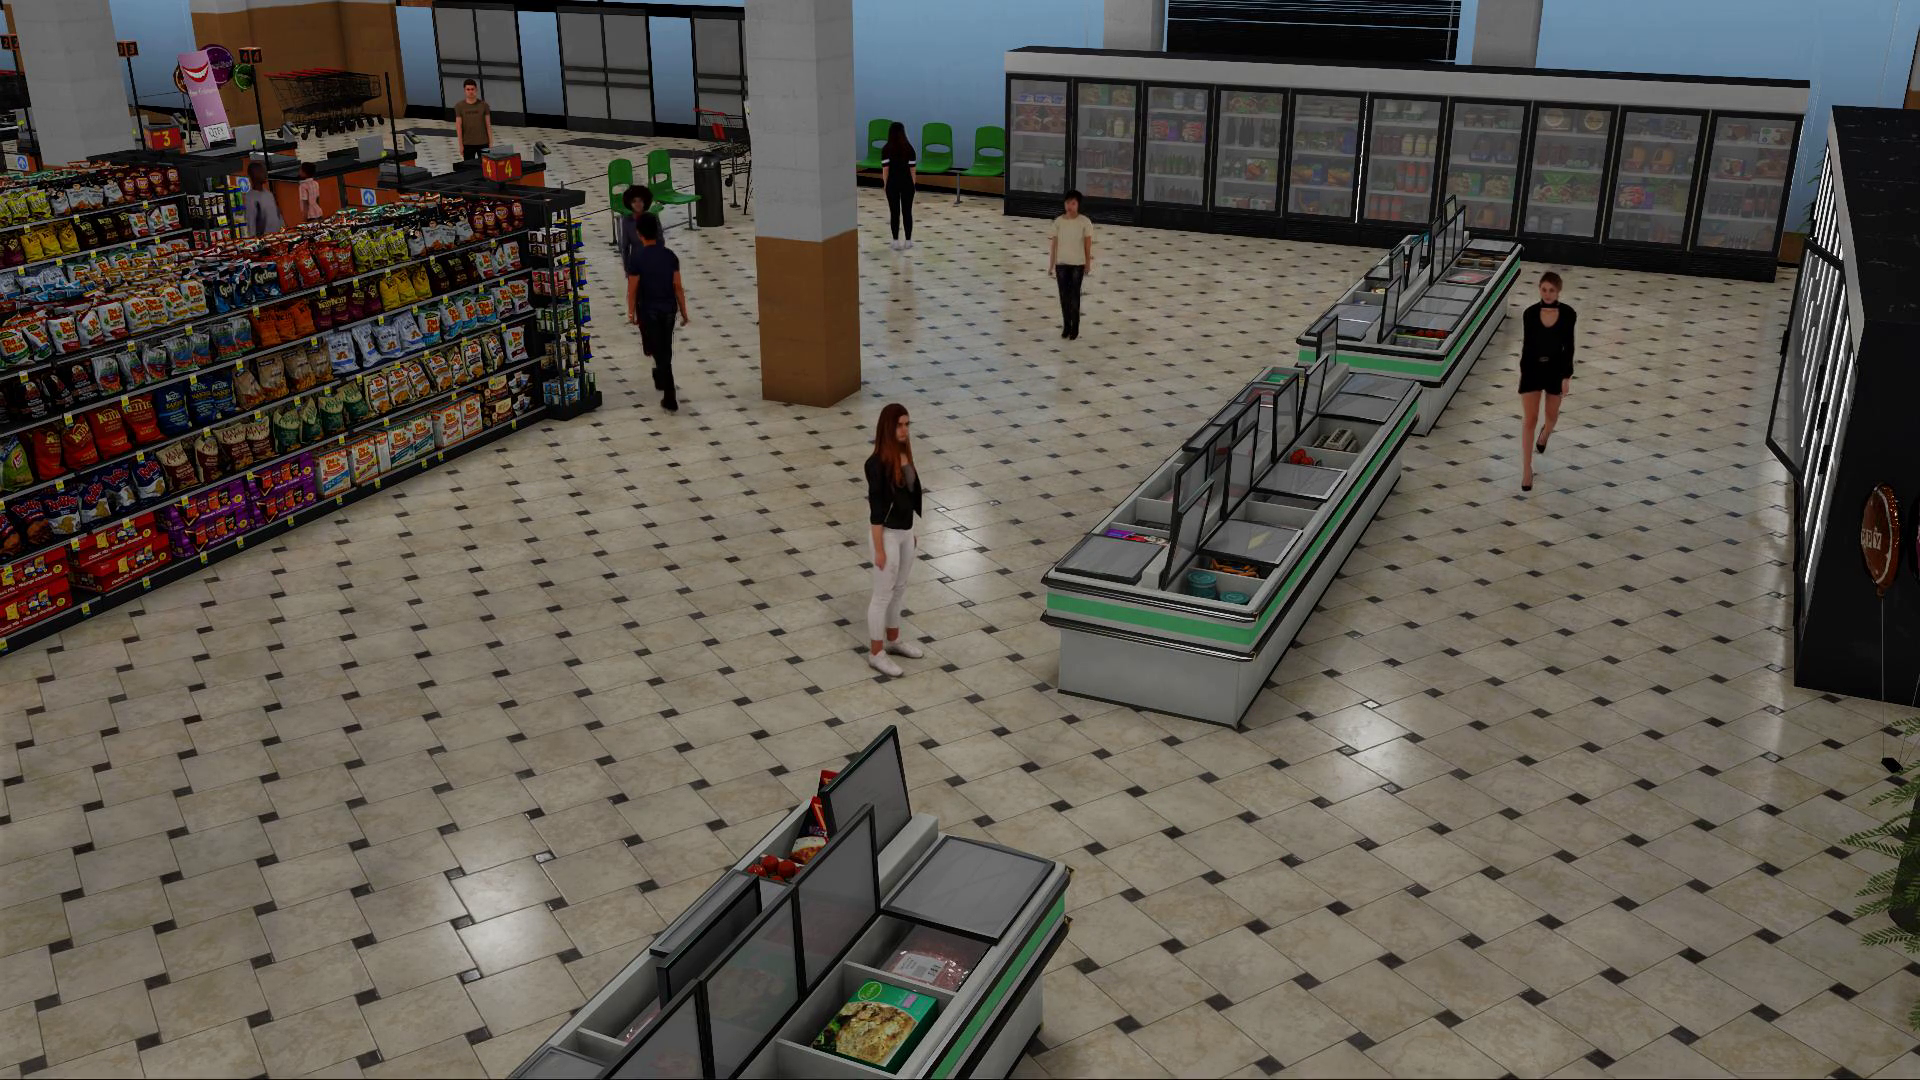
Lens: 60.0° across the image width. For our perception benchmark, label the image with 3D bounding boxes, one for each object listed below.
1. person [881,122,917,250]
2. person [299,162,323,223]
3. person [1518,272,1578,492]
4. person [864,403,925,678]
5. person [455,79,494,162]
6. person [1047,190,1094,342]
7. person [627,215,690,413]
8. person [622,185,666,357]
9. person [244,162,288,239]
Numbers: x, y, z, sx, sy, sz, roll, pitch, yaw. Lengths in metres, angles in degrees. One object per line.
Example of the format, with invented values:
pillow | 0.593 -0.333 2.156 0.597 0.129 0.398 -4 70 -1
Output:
person | -0.791 -4.648 21.794 0.701 1.639 0.722 0 22 -1
person | -8.093 -4.070 20.802 0.613 1.307 0.476 5 22 11
person | 4.686 -1.292 13.326 0.662 1.724 1.147 7 23 17
person | -0.415 -0.024 10.202 0.661 1.702 0.464 11 24 25
person | -7.115 -5.818 24.422 0.732 1.851 0.804 -9 24 -21
person | 1.189 -2.915 17.567 0.595 1.575 0.597 10 24 23
person | -2.721 -2.019 15.128 1.157 1.732 1.117 -12 25 -27
person | -3.231 -2.788 17.117 1.016 1.675 1.105 -6 23 -15
person | -7.598 -3.157 18.020 0.975 1.686 1.155 2 22 4
